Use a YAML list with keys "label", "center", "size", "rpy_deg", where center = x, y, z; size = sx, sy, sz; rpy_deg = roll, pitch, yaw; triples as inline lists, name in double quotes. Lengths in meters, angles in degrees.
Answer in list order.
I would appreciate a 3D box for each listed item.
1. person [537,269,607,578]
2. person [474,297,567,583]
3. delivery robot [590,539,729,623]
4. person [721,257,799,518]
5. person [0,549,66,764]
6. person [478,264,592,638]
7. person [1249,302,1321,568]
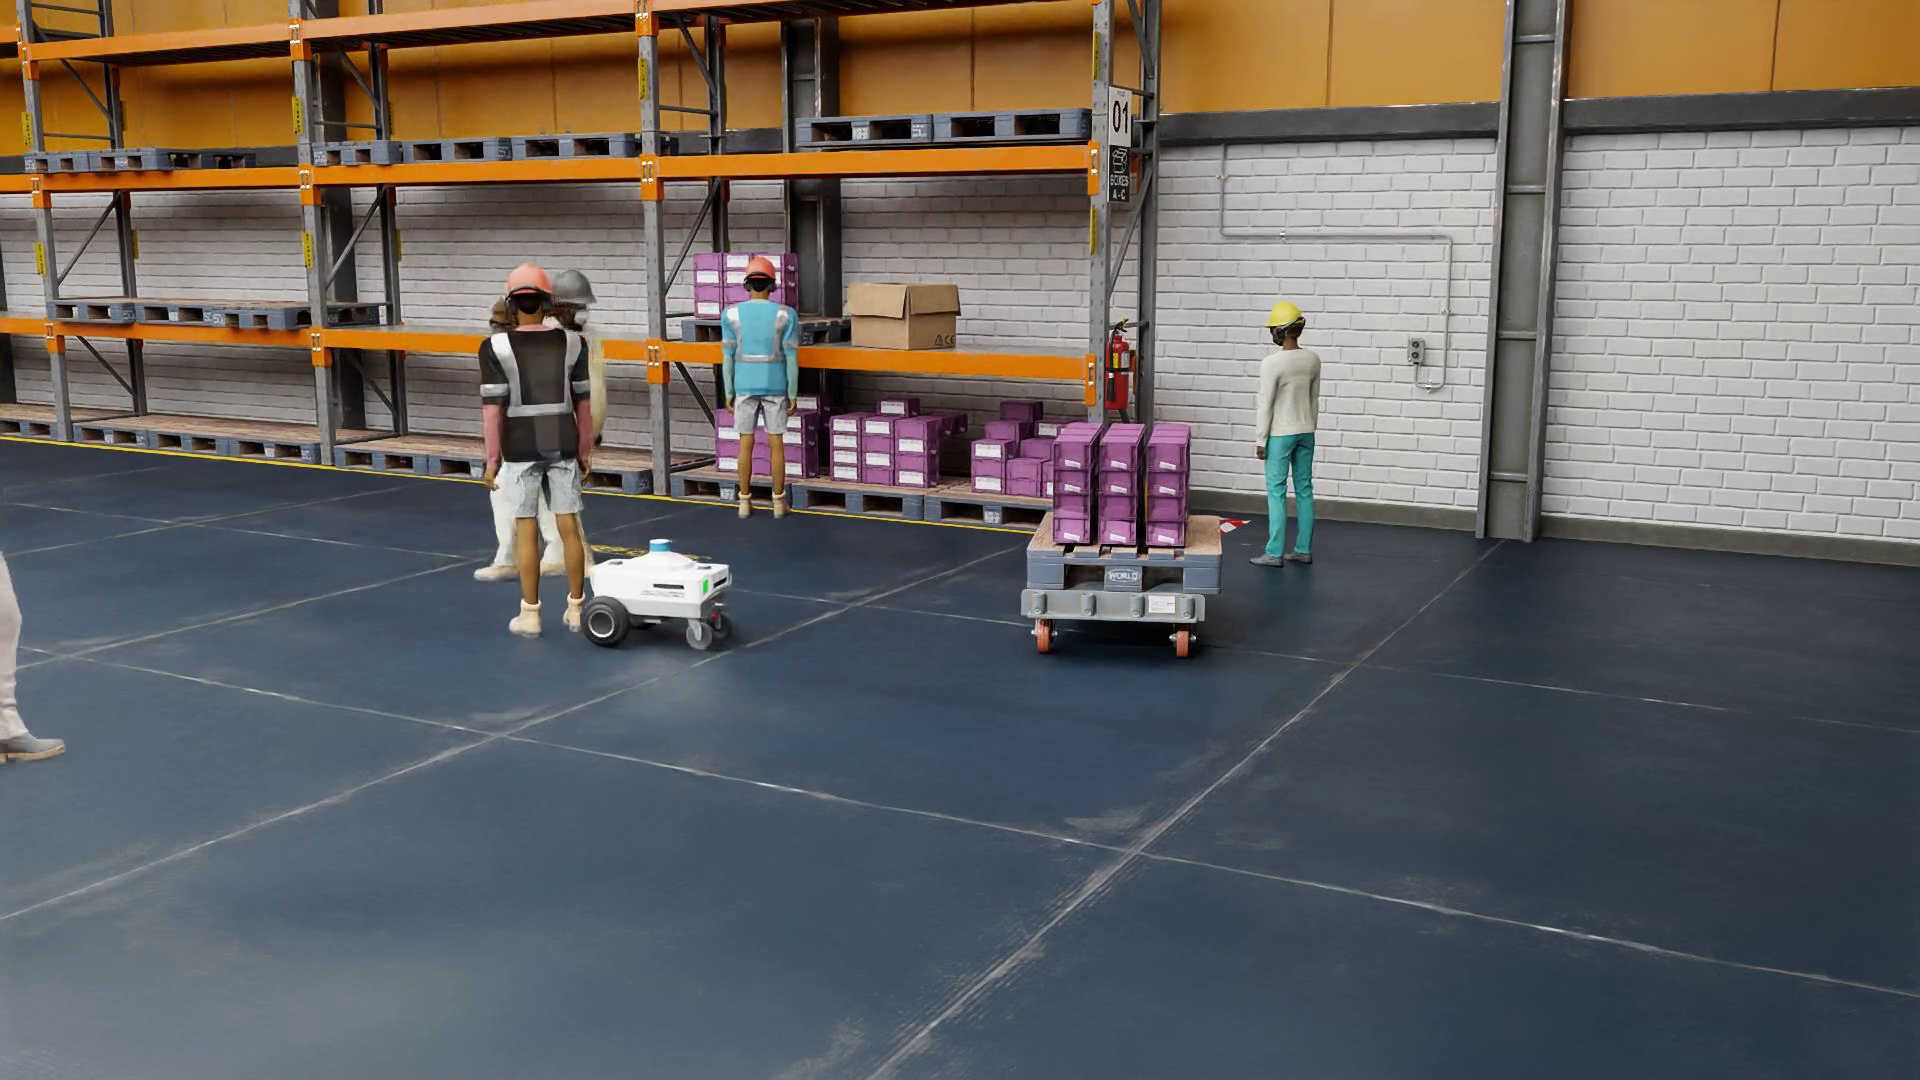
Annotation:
- label: "person"
  center: [-2.676, -0.793, 10.822]
  size: [0.904, 2.000, 0.705]
  rpy_deg: [5, 11, 26]
- label: "person"
  center: [-2.843, -0.622, 10.515]
  size: [0.743, 1.806, 0.588]
  rpy_deg: [-4, 11, -20]
- label: "delivery robot"
  center: [-1.615, 0.239, 8.978]
  size: [0.707, 0.478, 0.477]
  rpy_deg: [3, 11, 14]
- label: "person"
  center: [-1.546, -1.180, 12.973]
  size: [0.601, 2.035, 0.400]
  rpy_deg: [0, 10, 0]
- label: "person"
  center: [-4.113, -0.018, 6.770]
  size: [0.572, 1.965, 0.710]
  rpy_deg: [2, 11, 11]
- label: "person"
  center: [-2.324, -0.481, 9.126]
  size: [0.609, 2.036, 0.403]
  rpy_deg: [-6, 12, -30]
- label: "person"
  center: [2.162, -0.692, 11.053]
  size: [0.524, 1.761, 0.338]
  rpy_deg: [-6, 12, -32]
